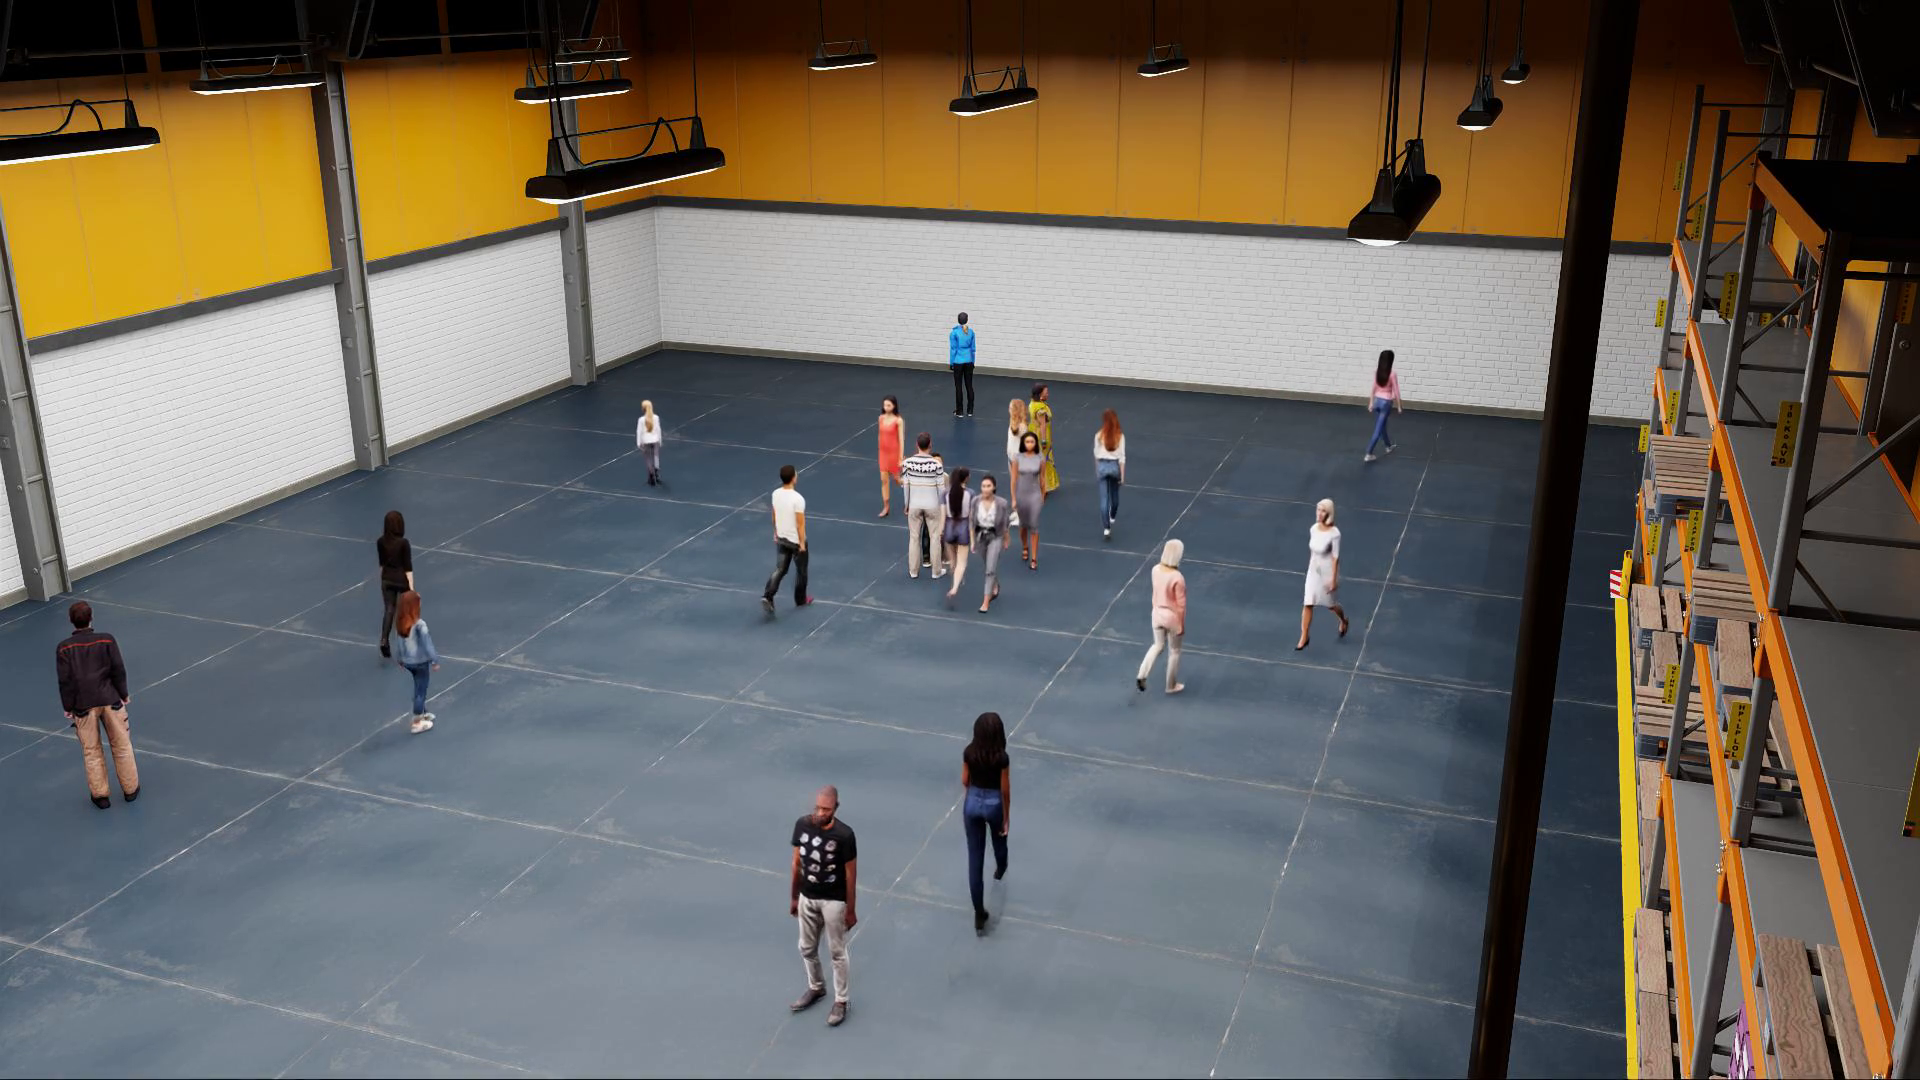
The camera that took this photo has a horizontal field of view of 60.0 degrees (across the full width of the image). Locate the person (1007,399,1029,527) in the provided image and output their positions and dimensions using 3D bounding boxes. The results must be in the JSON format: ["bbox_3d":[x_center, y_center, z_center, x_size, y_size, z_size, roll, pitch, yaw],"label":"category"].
[{"bbox_3d":[0.802,-1.075,22.685,0.715,1.757,0.613,-4,19,-13],"label":"person"}]

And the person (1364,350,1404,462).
[{"bbox_3d":[6.472,-2.053,25.663,1.127,1.709,0.958,-13,22,-33],"label":"person"}]

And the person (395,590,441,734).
[{"bbox_3d":[-5.398,1.219,16.335,0.637,1.462,0.638,11,21,29],"label":"person"}]

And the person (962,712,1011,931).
[{"bbox_3d":[0.176,2.222,13.006,0.705,1.686,1.227,3,19,9],"label":"person"}]

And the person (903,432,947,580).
[{"bbox_3d":[-0.442,-0.429,20.602,0.722,1.861,0.635,3,19,9],"label":"person"}]

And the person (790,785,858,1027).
[{"bbox_3d":[-0.953,2.555,11.836,0.710,1.801,0.670,10,21,28],"label":"person"}]

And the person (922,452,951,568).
[{"bbox_3d":[-0.322,-0.403,21.147,0.633,1.465,0.682,-7,20,-20],"label":"person"}]

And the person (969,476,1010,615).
[{"bbox_3d":[0.369,0.029,19.638,0.628,1.609,1.115,5,19,16],"label":"person"}]

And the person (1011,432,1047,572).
[{"bbox_3d":[0.856,-0.524,21.069,0.765,1.744,1.108,2,19,6],"label":"person"}]

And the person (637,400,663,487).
[{"bbox_3d":[-4.533,-1.415,24.464,0.607,1.267,0.669,-9,21,-25],"label":"person"}]

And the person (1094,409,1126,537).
[{"bbox_3d":[1.974,-0.866,22.184,0.832,1.680,1.208,1,19,4],"label":"person"}]

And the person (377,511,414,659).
[{"bbox_3d":[-6.213,0.502,18.217,0.758,1.620,1.073,1,19,4],"label":"person"}]

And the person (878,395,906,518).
[{"bbox_3d":[-0.927,-1.185,23.104,0.680,1.697,1.022,10,21,28],"label":"person"}]

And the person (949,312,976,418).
[{"bbox_3d":[0.049,-2.996,28.329,0.690,1.795,0.721,-6,19,-17],"label":"person"}]

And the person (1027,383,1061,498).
[{"bbox_3d":[1.133,-1.462,23.986,1.056,1.660,0.948,-4,19,-12],"label":"person"}]

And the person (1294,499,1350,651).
[{"bbox_3d":[4.081,0.375,18.436,1.147,1.720,0.919,-16,24,-39],"label":"person"}]

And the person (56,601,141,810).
[{"bbox_3d":[-7.733,1.465,14.881,0.746,1.924,0.852,-12,22,-33],"label":"person"}]

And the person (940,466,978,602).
[{"bbox_3d":[-0.030,-0.050,19.859,0.690,1.618,1.033,3,19,10],"label":"person"}]

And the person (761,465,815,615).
[{"bbox_3d":[-2.046,0.017,19.407,0.799,1.779,1.118,12,22,31],"label":"person"}]

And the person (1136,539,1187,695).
[{"bbox_3d":[2.083,0.820,17.125,0.976,1.714,0.835,-16,24,-39],"label":"person"}]
